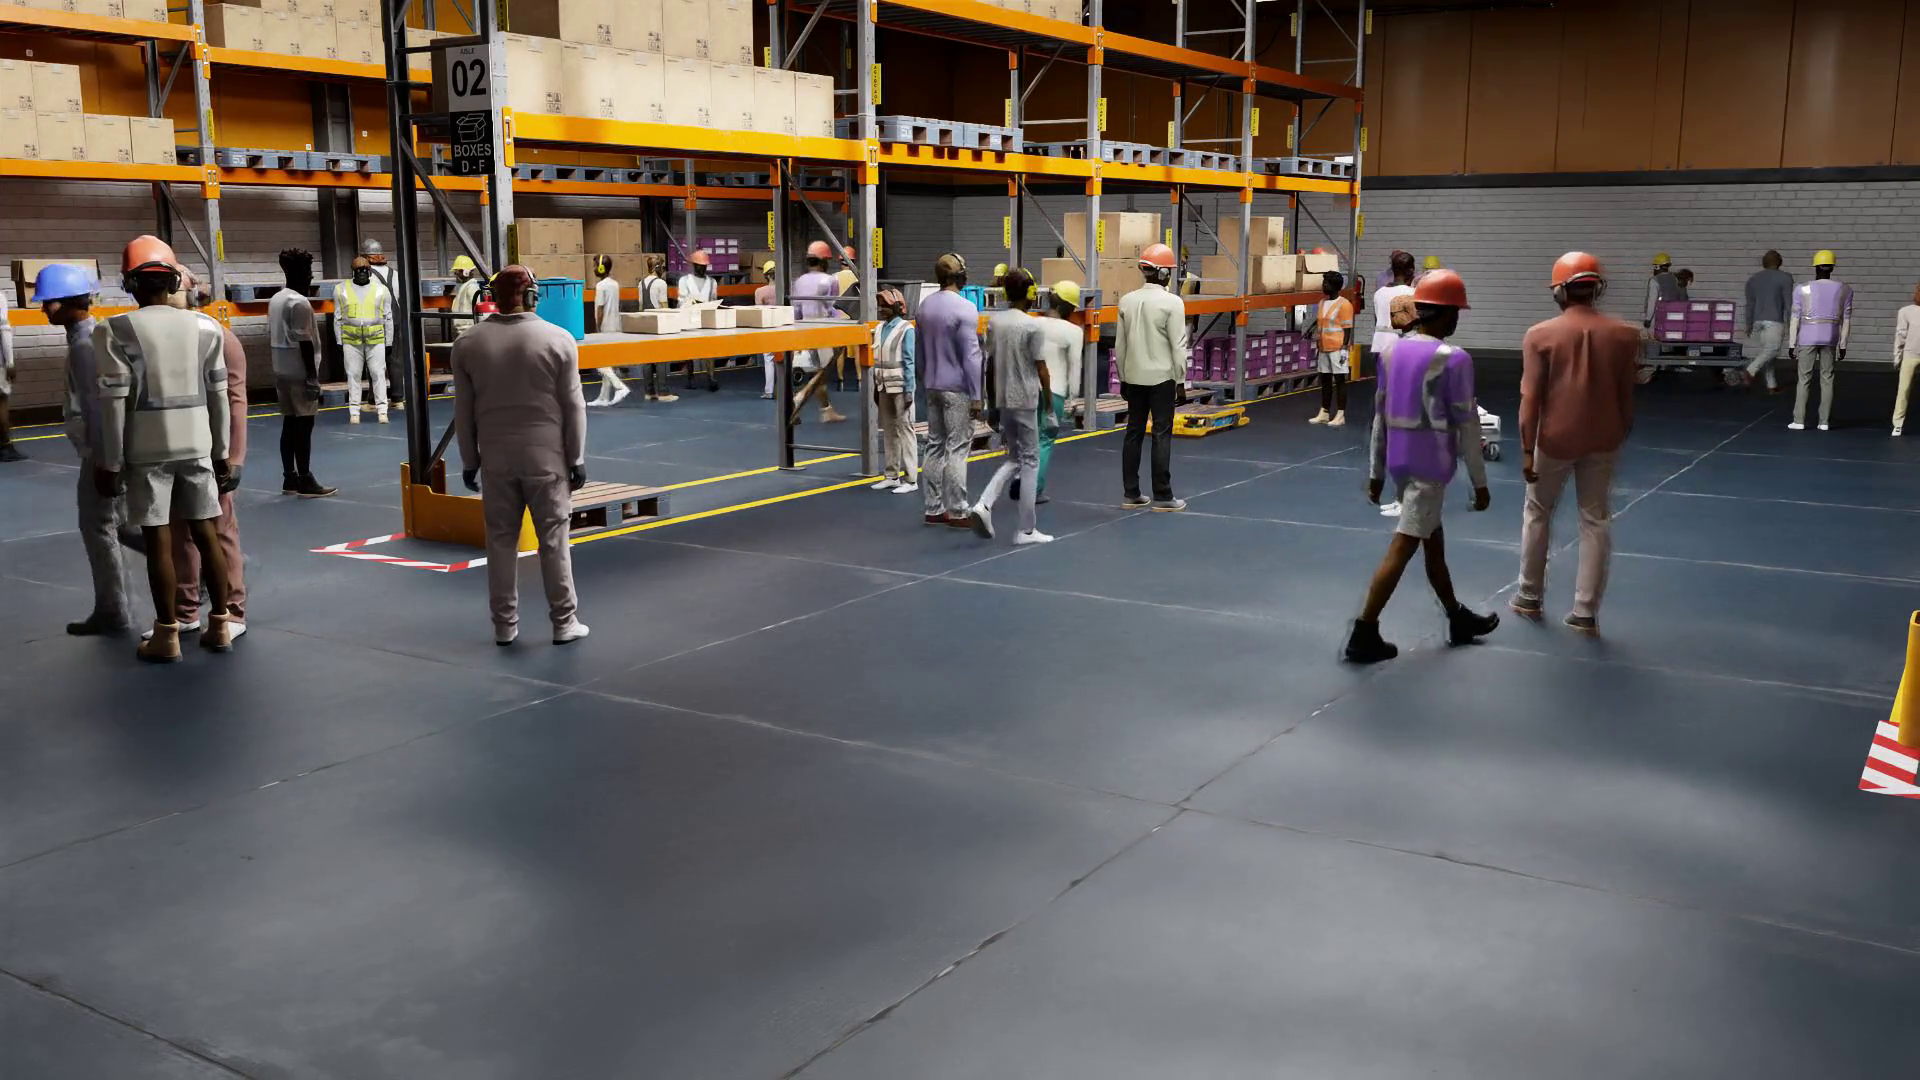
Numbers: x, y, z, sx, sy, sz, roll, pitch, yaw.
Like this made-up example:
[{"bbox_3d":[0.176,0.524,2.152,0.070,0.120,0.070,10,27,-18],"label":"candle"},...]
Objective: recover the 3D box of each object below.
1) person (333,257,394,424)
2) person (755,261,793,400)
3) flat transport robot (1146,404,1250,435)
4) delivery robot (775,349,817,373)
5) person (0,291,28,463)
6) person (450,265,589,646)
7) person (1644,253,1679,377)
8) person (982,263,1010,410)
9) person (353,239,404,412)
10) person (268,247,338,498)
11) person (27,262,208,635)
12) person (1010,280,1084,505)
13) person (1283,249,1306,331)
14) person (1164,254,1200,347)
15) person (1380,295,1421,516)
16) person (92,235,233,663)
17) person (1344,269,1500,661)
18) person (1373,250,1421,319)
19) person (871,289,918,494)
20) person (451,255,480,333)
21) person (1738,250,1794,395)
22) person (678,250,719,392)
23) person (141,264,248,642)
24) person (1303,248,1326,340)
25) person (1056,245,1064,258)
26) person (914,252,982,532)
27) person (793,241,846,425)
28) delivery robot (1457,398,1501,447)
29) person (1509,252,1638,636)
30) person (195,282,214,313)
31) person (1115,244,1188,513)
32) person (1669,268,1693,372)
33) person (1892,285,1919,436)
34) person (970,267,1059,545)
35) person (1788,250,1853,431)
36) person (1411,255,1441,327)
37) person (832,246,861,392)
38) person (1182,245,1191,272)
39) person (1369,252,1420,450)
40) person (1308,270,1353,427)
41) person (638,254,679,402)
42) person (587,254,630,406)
[{"bbox_3d":[-6.574,-2.192,18.362,0.624,1.837,0.429,-3,11,-17],"label":"person"},{"bbox_3d":[-2.371,-2.666,21.189,0.522,1.761,0.322,-6,12,-29],"label":"person"},{"bbox_3d":[2.515,-1.292,17.692,0.652,0.197,1.431,6,12,30],"label":"flat transport robot"},{"bbox_3d":[-2.233,-2.500,23.342,0.707,0.478,0.477,-9,13,-41],"label":"delivery robot"},{"bbox_3d":[-8.865,-1.663,15.146,0.552,1.934,0.394,1,10,5],"label":"person"},{"bbox_3d":[-2.176,-0.413,8.317,0.641,1.901,0.401,0,10,1],"label":"person"},{"bbox_3d":[10.375,-3.340,24.715,0.597,1.832,0.404,-7,12,-34],"label":"person"},{"bbox_3d":[0.497,-2.420,19.860,0.486,1.744,0.310,-2,10,-10],"label":"person"},{"bbox_3d":[-6.924,-2.535,19.679,0.536,2.000,0.683,6,12,29],"label":"person"},{"bbox_3d":[-5.217,-1.316,13.126,0.360,1.964,0.605,-9,14,-42],"label":"person"},{"bbox_3d":[-4.312,-0.466,8.554,0.707,1.916,0.642,-4,11,-20],"label":"person"},{"bbox_3d":[0.645,-1.104,12.626,0.570,1.717,0.535,5,11,26],"label":"person"},{"bbox_3d":[5.304,-3.657,26.353,0.346,1.878,0.579,9,14,41],"label":"person"},{"bbox_3d":[3.016,-3.040,23.069,0.622,1.835,0.430,0,10,2],"label":"person"},{"bbox_3d":[3.278,-0.990,12.276,0.283,1.623,0.509,2,10,9],"label":"person"},{"bbox_3d":[-3.836,-0.433,8.021,0.393,2.041,0.614,9,13,40],"label":"person"},{"bbox_3d":[2.276,-0.359,8.073,1.013,1.882,0.565,-5,11,-25],"label":"person"},{"bbox_3d":[6.124,-3.104,23.307,0.661,1.866,0.906,3,11,17],"label":"person"},{"bbox_3d":[-0.524,-1.191,13.365,0.311,1.634,0.519,-8,13,-38],"label":"person"},{"bbox_3d":[-6.149,-2.637,20.820,0.404,1.829,0.600,-5,11,-26],"label":"person"},{"bbox_3d":[10.496,-2.830,21.726,0.779,1.892,0.691,-4,11,-23],"label":"person"},{"bbox_3d":[-3.491,-2.923,22.274,0.558,1.889,0.974,-4,11,-20],"label":"person"},{"bbox_3d":[-3.890,-0.423,8.350,0.651,1.907,0.409,3,11,18],"label":"person"},{"bbox_3d":[5.346,-3.475,25.291,0.872,1.893,0.559,5,11,24],"label":"person"},{"bbox_3d":[1.892,-4.527,31.013,0.660,1.929,0.425,-9,14,-41],"label":"person"},{"bbox_3d":[-0.059,-1.026,11.597,0.362,1.939,0.635,-8,13,-37],"label":"person"},{"bbox_3d":[-1.580,-2.243,18.127,0.616,2.024,0.854,9,14,42],"label":"person"},{"bbox_3d":[4.748,-1.085,15.501,0.477,0.478,0.707,-1,10,-6],"label":"delivery robot"},{"bbox_3d":[3.201,-0.518,8.740,0.620,1.957,0.834,1,10,4],"label":"person"},{"bbox_3d":[-7.281,-1.653,15.924,0.416,1.623,0.530,-7,12,-33],"label":"person"},{"bbox_3d":[1.448,-1.206,12.440,0.623,1.992,0.396,10,14,43],"label":"person"},{"bbox_3d":[10.916,-3.355,25.437,0.617,1.596,0.525,1,10,8],"label":"person"},{"bbox_3d":[9.884,-1.860,17.100,0.502,1.628,0.284,5,11,25],"label":"person"},{"bbox_3d":[0.366,-0.866,10.985,0.516,1.850,0.563,-9,13,-40],"label":"person"},{"bbox_3d":[9.149,-2.121,17.738,0.588,1.919,0.401,2,11,13],"label":"person"},{"bbox_3d":[6.320,-2.918,22.435,0.599,1.806,0.750,2,10,9],"label":"person"},{"bbox_3d":[-1.492,-2.945,22.237,0.552,1.935,0.374,0,10,-2],"label":"person"},{"bbox_3d":[3.906,-4.240,29.450,0.386,1.926,0.622,5,11,26],"label":"person"},{"bbox_3d":[4.047,-1.713,15.504,0.391,1.911,0.582,-4,11,-21],"label":"person"},{"bbox_3d":[4.056,-2.080,18.111,0.321,1.695,0.536,-5,11,-25],"label":"person"},{"bbox_3d":[-3.800,-2.645,20.842,0.504,1.842,0.345,8,13,38],"label":"person"},{"bbox_3d":[-4.293,-2.526,20.140,0.574,1.855,0.552,3,11,15],"label":"person"}]
